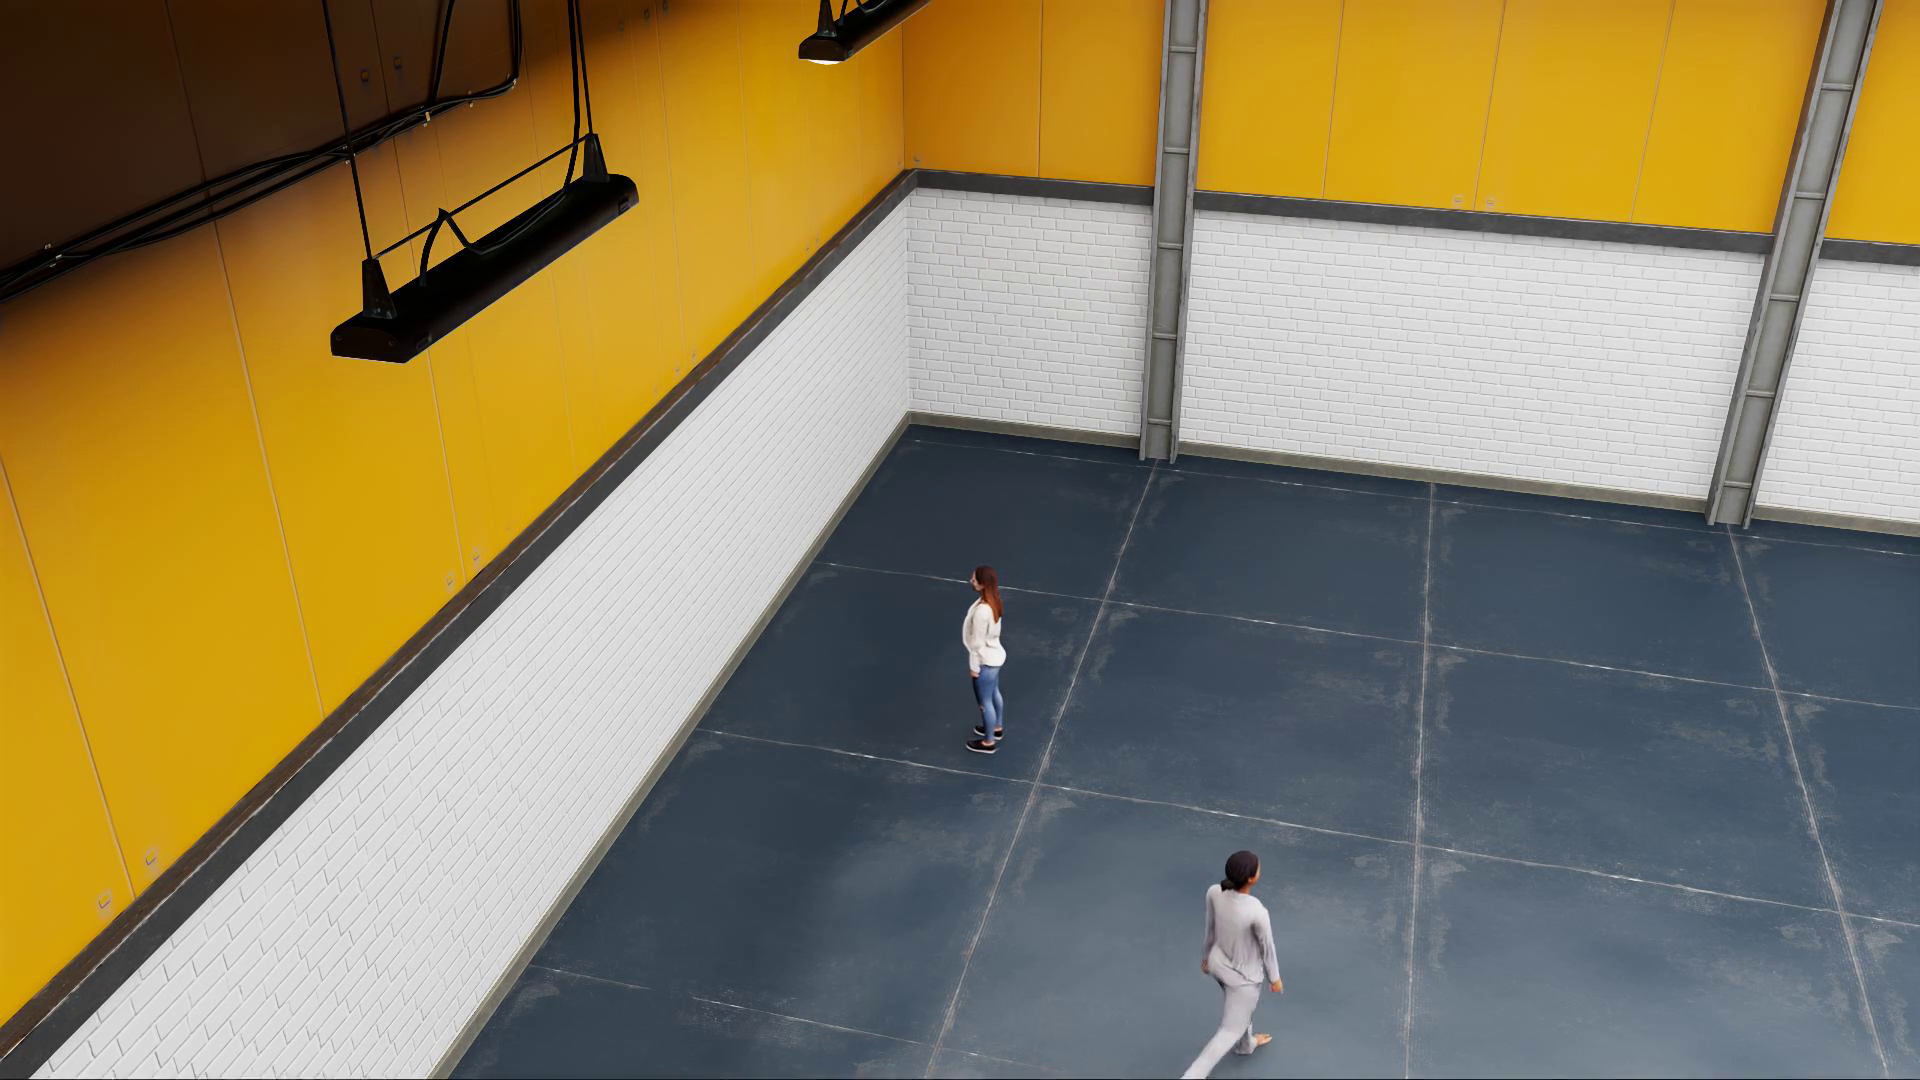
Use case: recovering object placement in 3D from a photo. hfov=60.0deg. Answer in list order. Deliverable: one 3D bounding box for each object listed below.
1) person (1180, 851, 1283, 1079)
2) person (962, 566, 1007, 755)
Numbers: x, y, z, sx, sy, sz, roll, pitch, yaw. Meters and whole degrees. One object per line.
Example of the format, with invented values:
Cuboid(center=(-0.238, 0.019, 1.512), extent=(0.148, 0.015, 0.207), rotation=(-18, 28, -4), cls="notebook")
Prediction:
Cuboid(center=(1.654, 2.711, 10.313), extent=(1.154, 1.705, 1.147), rotation=(-18, 33, -30), cls="person")
Cuboid(center=(0.218, 0.965, 13.529), extent=(0.542, 1.692, 0.604), rotation=(7, 29, 12), cls="person")
